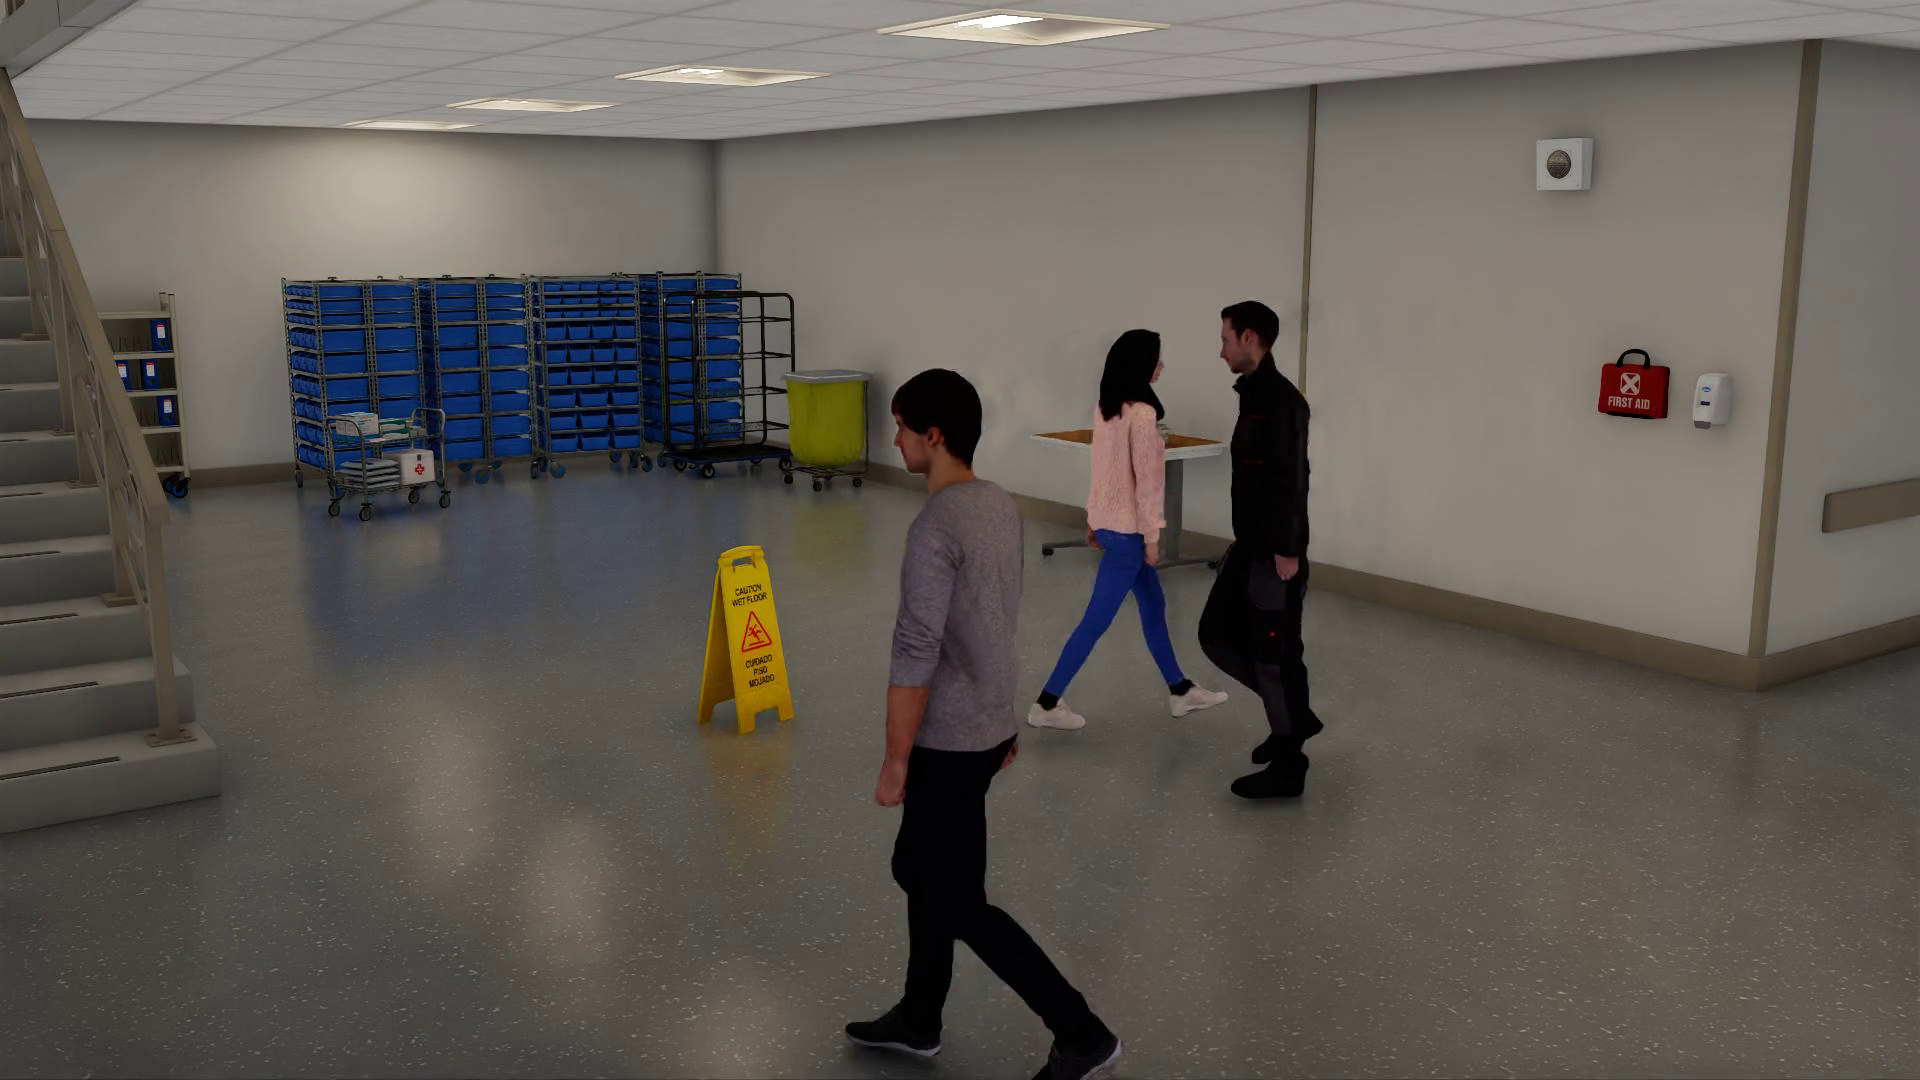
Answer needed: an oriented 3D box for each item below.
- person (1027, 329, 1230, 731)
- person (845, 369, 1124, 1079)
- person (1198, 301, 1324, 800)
[{"bbox_3d":[0.607,0.019,6.990,0.970,1.708,1.196,-4,11,-18],"label":"person"},{"bbox_3d":[0.067,0.506,4.118,1.161,1.822,1.026,4,11,19],"label":"person"},{"bbox_3d":[1.239,0.033,6.427,0.932,1.891,0.839,-3,11,-15],"label":"person"}]
